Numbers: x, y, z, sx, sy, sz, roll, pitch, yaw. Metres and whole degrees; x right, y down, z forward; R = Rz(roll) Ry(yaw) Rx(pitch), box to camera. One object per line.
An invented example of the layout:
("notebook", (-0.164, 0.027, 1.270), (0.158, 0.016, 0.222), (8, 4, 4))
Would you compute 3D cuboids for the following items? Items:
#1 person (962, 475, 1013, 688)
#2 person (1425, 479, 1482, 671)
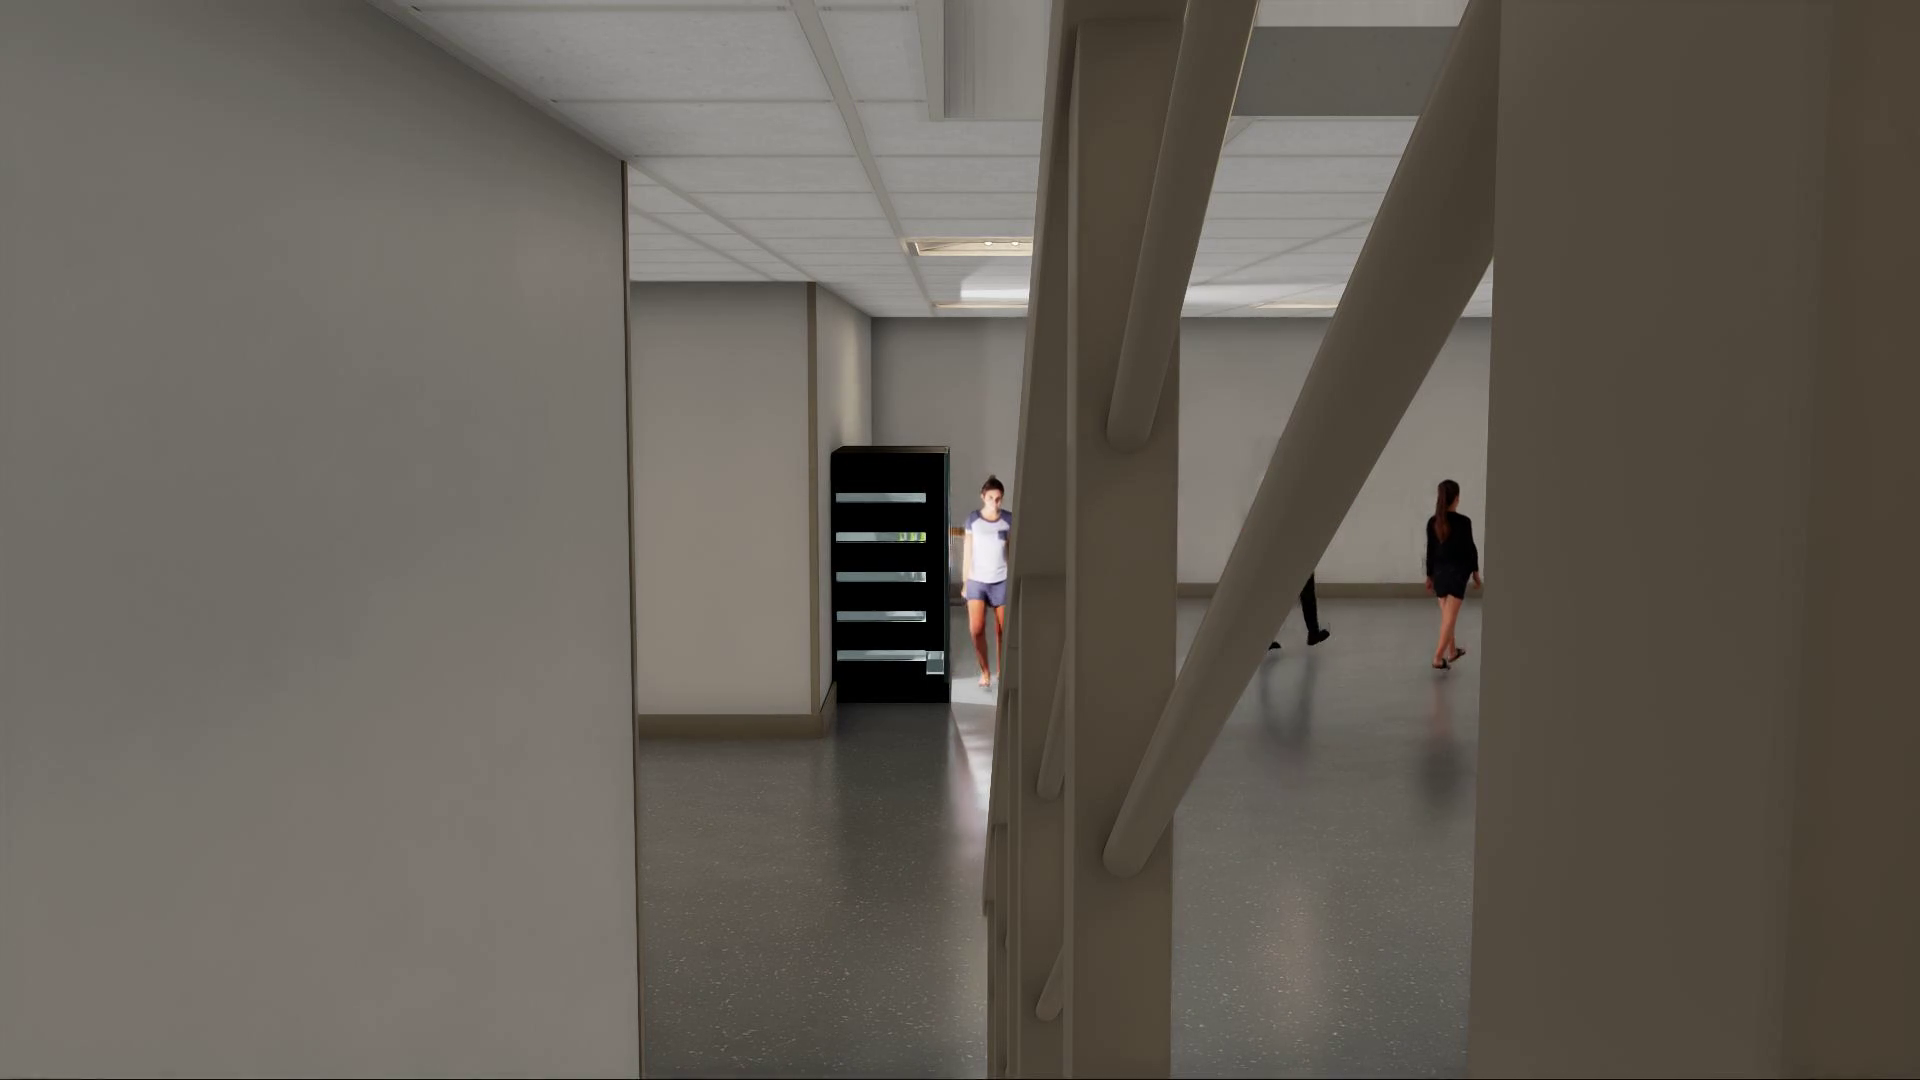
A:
("person", (0.223, 0.323, 12.741), (0.612, 1.612, 0.650), (-1, 6, -5))
("person", (3.923, 0.306, 13.353), (0.957, 1.524, 1.057), (5, 7, 39))
